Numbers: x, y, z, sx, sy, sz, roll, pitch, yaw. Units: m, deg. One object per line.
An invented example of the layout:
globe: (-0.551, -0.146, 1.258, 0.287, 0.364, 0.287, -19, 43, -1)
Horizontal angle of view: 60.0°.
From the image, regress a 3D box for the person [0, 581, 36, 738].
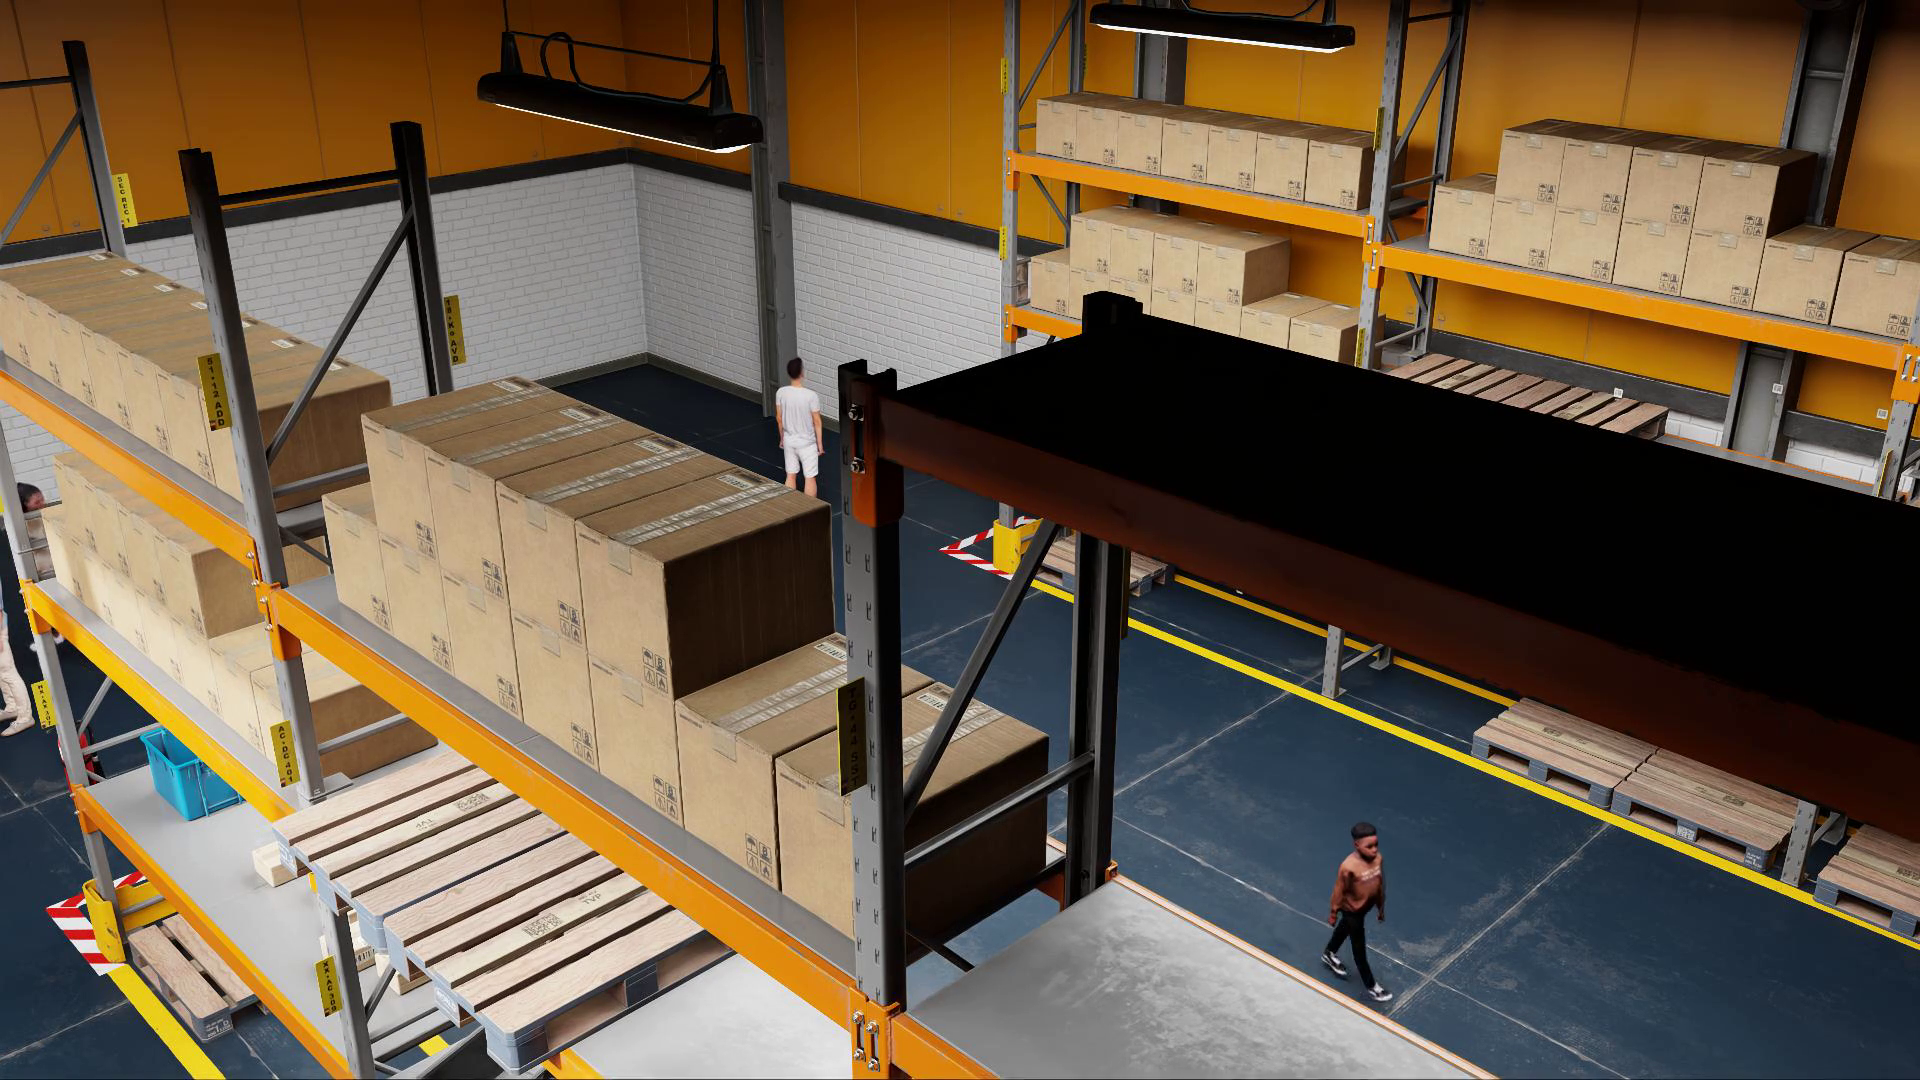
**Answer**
person: (-8.176, 0.749, 14.030, 0.477, 1.847, 0.711, 21, 31, 39)

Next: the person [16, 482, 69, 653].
person: (-8.439, 0.286, 15.245, 0.750, 1.723, 0.780, 13, 27, 27)

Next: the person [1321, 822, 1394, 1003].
person: (2.592, 2.399, 11.037, 0.660, 1.221, 0.934, -14, 27, -29)

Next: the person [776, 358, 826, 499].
person: (-1.761, -1.091, 18.233, 0.650, 1.853, 0.822, 9, 25, 20)
